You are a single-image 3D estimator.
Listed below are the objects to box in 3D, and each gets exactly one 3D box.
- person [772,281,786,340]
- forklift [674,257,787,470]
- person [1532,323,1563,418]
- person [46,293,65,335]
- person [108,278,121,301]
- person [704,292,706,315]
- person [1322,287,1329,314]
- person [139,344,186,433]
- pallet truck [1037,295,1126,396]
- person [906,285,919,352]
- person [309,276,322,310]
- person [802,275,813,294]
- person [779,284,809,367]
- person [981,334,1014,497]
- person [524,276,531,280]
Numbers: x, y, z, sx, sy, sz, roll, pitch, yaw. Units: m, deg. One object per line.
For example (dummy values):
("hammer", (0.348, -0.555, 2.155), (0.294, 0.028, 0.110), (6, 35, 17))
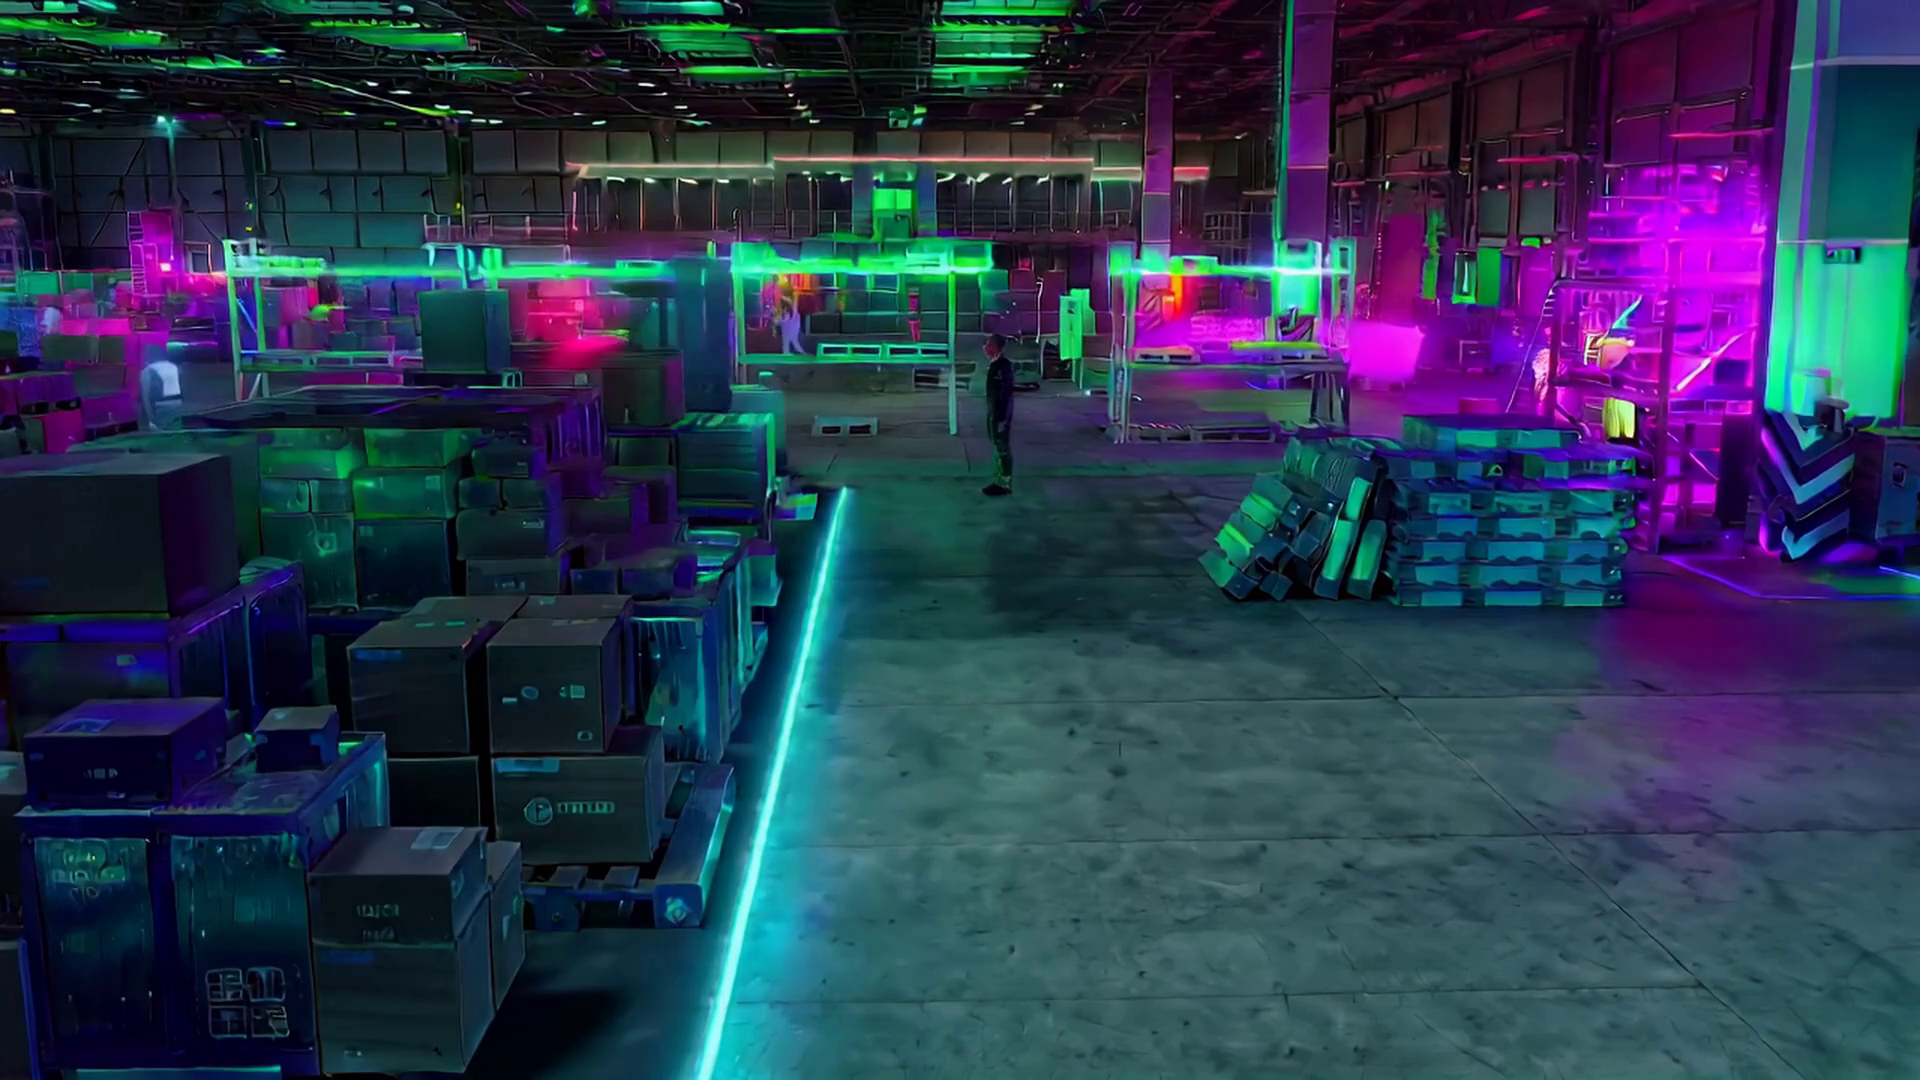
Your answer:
("person", (-5.469, -7.031, 51.043), (0.911, 1.856, 0.590), (8, 13, 37))
("forklift", (-3.321, -2.277, 21.666), (1.873, 2.768, 1.129), (-7, 13, -36))
("person", (8.012, -1.991, 22.720), (0.361, 1.930, 0.587), (8, 13, 39))
("person", (-19.427, -4.381, 36.041), (0.635, 1.919, 0.961), (7, 12, 35))
("person", (-28.338, -7.877, 55.850), (0.419, 1.816, 0.626), (-5, 11, -25))
("person", (-7.209, -6.549, 48.118), (0.576, 1.921, 0.417), (-4, 11, -21))
("person", (11.360, -7.406, 52.936), (0.967, 1.903, 0.648), (-5, 12, -28))
("person", (-9.743, -1.516, 20.471), (0.948, 1.797, 0.656), (5, 11, 25))
("pallet truck", (2.483, -3.881, 33.060), (1.885, 1.965, 0.823), (-7, 13, -36))
("person", (-1.263, -5.836, 44.269), (0.340, 1.882, 0.585), (-3, 11, -17))
("person", (-25.856, -9.786, 66.716), (0.491, 1.728, 0.401), (0, 10, -2))
("person", (-5.190, -8.026, 56.388), (0.391, 1.914, 0.587), (5, 11, 24))
("person", (-4.069, -5.216, 40.377), (0.737, 2.000, 0.681), (8, 13, 37))
("person", (0.458, -1.489, 19.901), (0.356, 1.938, 0.633), (-2, 10, -10))
("person", (-14.292, -7.844, 55.360), (0.550, 1.919, 0.643), (3, 11, 17))
